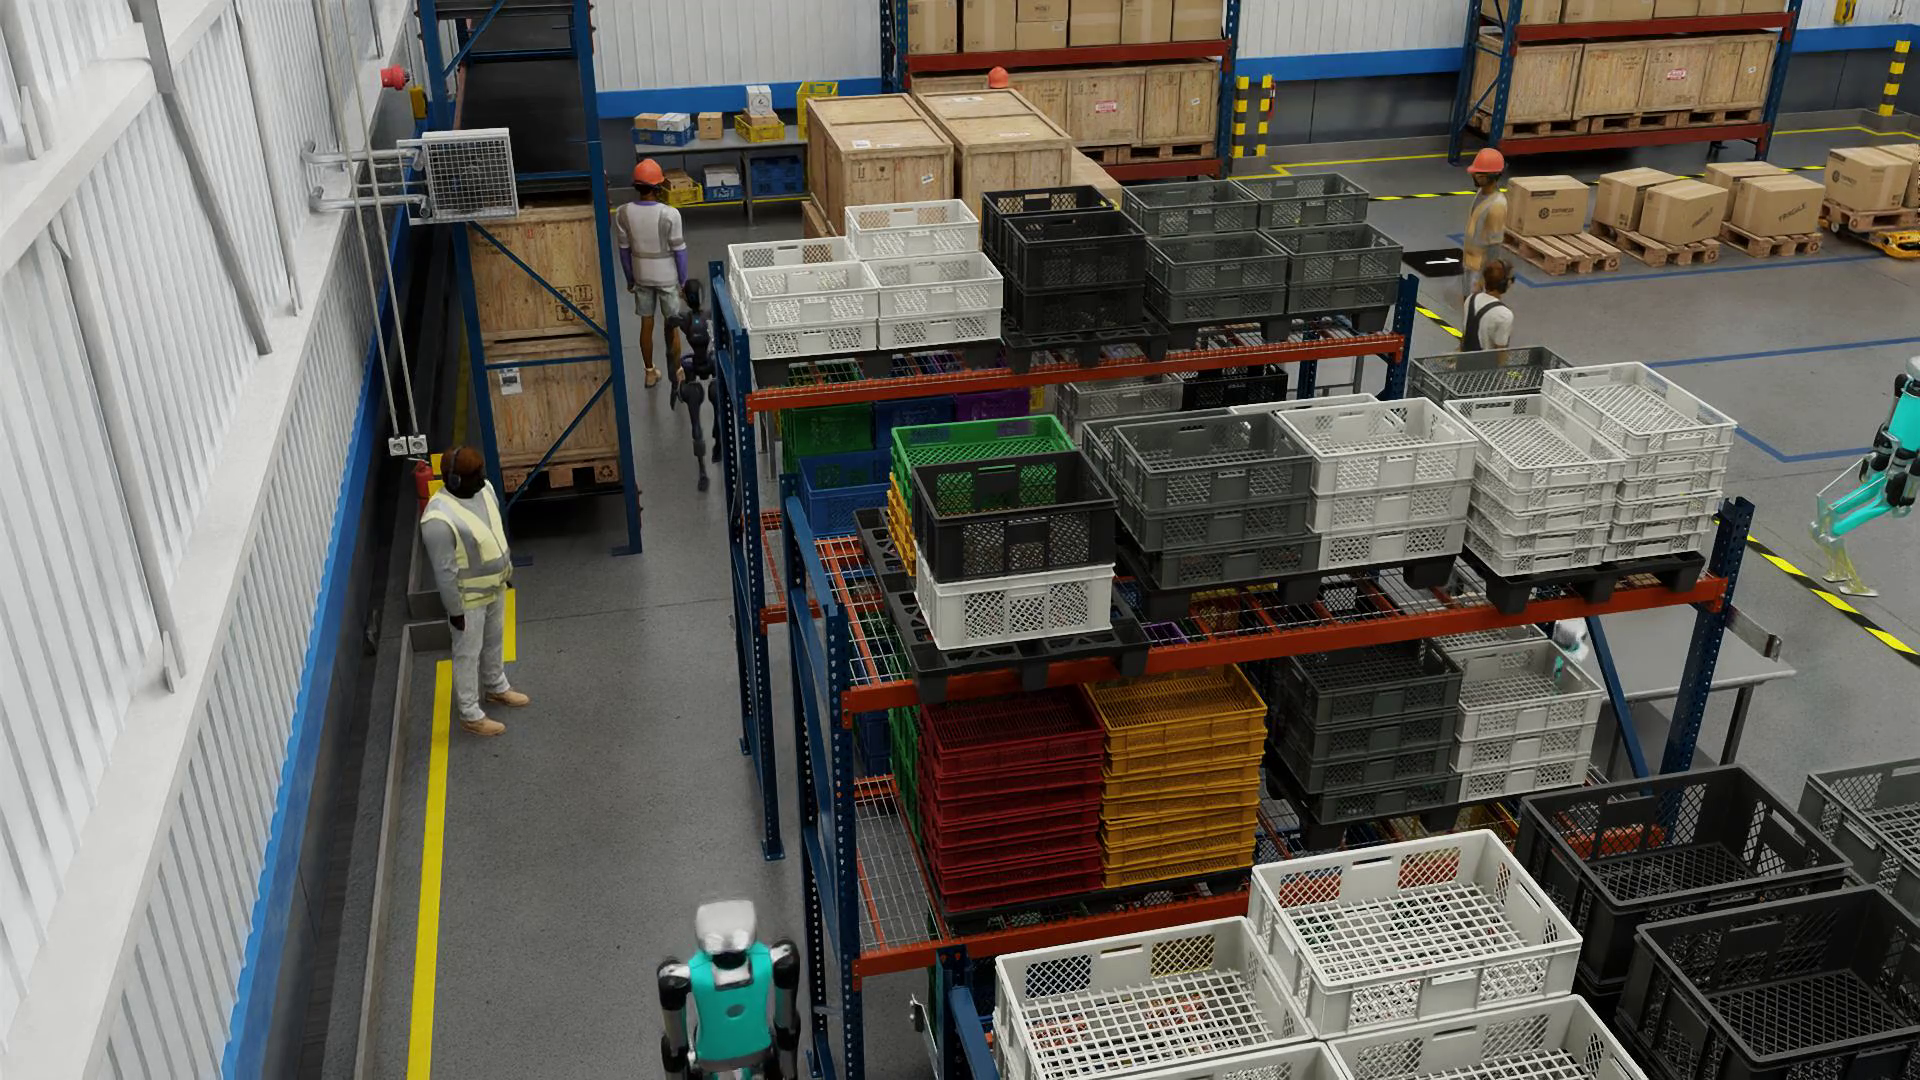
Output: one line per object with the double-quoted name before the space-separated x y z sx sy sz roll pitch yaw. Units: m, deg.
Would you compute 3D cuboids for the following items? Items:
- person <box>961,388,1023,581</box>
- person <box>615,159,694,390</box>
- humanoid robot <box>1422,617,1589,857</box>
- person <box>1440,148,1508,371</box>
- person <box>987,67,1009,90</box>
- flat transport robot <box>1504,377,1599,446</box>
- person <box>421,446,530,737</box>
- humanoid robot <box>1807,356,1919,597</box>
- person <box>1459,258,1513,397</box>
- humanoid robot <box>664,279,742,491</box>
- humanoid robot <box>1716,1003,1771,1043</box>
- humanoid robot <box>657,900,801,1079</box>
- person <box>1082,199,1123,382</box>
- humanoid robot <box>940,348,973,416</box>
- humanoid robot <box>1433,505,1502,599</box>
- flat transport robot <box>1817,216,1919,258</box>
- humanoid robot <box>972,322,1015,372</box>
"person" 0.308 -0.264 10.813 0.811 1.886 0.603 -6 28 -12
"person" -2.649 -2.301 14.512 0.605 2.044 0.370 5 28 10
"humanoid robot" 2.683 1.071 8.519 0.800 1.837 0.546 18 32 30
"person" 4.604 -2.478 14.847 0.389 2.040 0.613 1 28 1
"person" 0.418 -4.252 18.350 0.555 1.924 0.422 -4 28 -8
"flat transport robot" 4.780 -1.036 14.013 0.659 0.231 1.431 -6 28 -12
"person" -2.851 0.285 9.834 0.431 1.837 0.633 7 29 14
"humanoid robot" 6.054 -0.420 11.123 0.735 1.677 0.533 -1 28 -3
"person" 3.999 -1.263 12.765 0.351 1.841 0.505 -10 29 -18
"humanoid robot" -1.981 -1.254 12.980 0.599 1.646 0.768 -4 28 -7
"humanoid robot" 2.464 2.326 6.092 0.871 1.792 0.561 0 28 0
"humanoid robot" -0.948 2.033 6.691 0.543 1.843 0.872 -8 29 -15
"person" 1.250 -2.067 14.369 0.522 1.760 0.321 6 28 11
"humanoid robot" 0.218 -0.794 12.071 0.770 1.868 0.530 1 28 2
"humanoid robot" 3.630 -0.222 10.993 0.777 1.621 0.594 13 30 22
"flat transport robot" 10.312 -3.491 18.640 0.652 0.197 1.431 -6 28 -12
"humanoid robot" 0.163 -1.223 12.647 0.533 1.677 0.735 2 28 3
